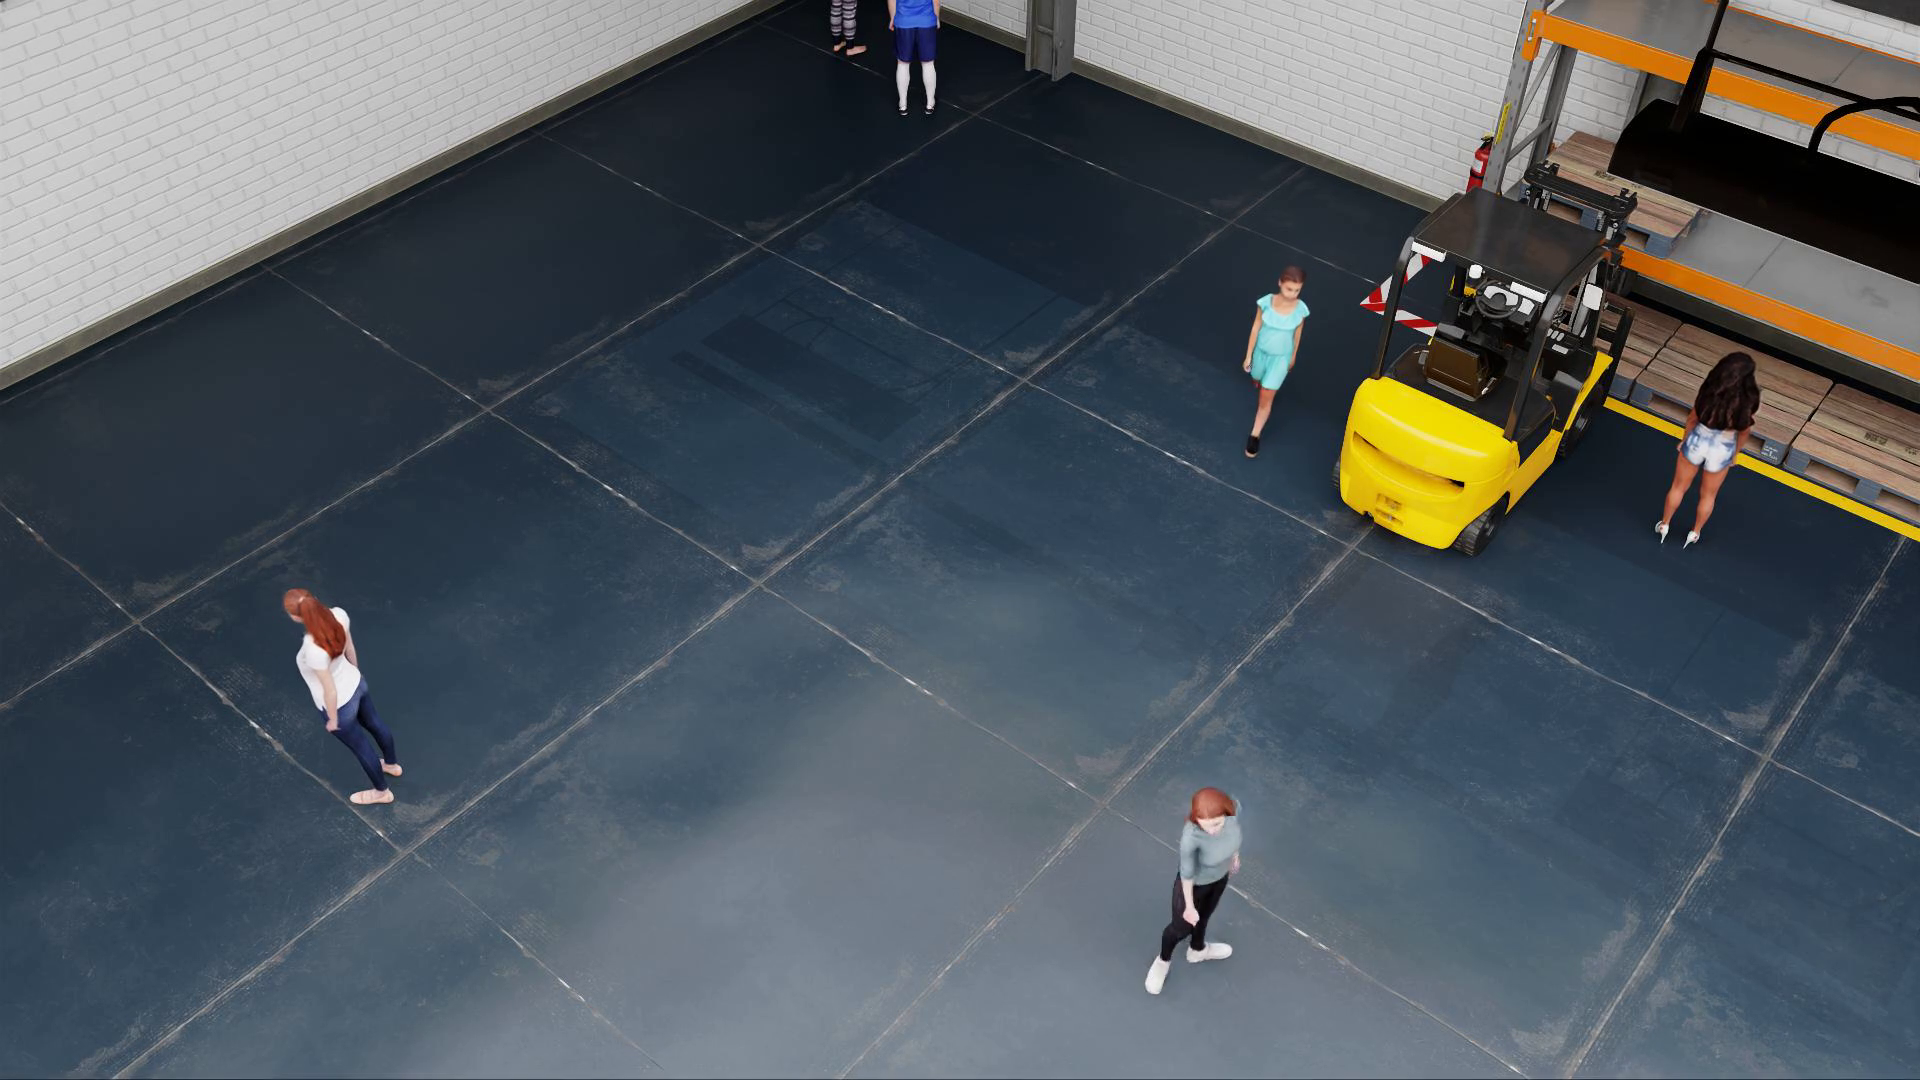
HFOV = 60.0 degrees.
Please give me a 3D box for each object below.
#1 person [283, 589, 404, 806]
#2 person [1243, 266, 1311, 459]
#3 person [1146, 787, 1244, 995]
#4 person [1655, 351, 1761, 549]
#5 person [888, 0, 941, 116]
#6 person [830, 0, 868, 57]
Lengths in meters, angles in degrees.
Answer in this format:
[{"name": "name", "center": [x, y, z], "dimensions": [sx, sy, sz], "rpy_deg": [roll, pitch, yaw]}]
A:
[{"name": "person", "center": [-3.599, 0.912, 9.762], "dimensions": [0.677, 1.737, 0.651], "rpy_deg": [5, 44, 6]}, {"name": "person", "center": [2.329, -1.417, 12.356], "dimensions": [1.043, 1.530, 0.850], "rpy_deg": [16, 46, 16]}, {"name": "person", "center": [1.334, 1.778, 8.864], "dimensions": [0.578, 1.722, 0.746], "rpy_deg": [25, 49, 24]}, {"name": "person", "center": [5.135, -0.604, 11.433], "dimensions": [0.557, 1.626, 0.665], "rpy_deg": [20, 47, 19]}, {"name": "person", "center": [-0.430, -4.922, 15.810], "dimensions": [0.737, 1.842, 0.816], "rpy_deg": [0, 44, 0]}, {"name": "person", "center": [-1.188, -5.735, 16.740], "dimensions": [0.445, 1.735, 0.658], "rpy_deg": [31, 51, 28]}]
